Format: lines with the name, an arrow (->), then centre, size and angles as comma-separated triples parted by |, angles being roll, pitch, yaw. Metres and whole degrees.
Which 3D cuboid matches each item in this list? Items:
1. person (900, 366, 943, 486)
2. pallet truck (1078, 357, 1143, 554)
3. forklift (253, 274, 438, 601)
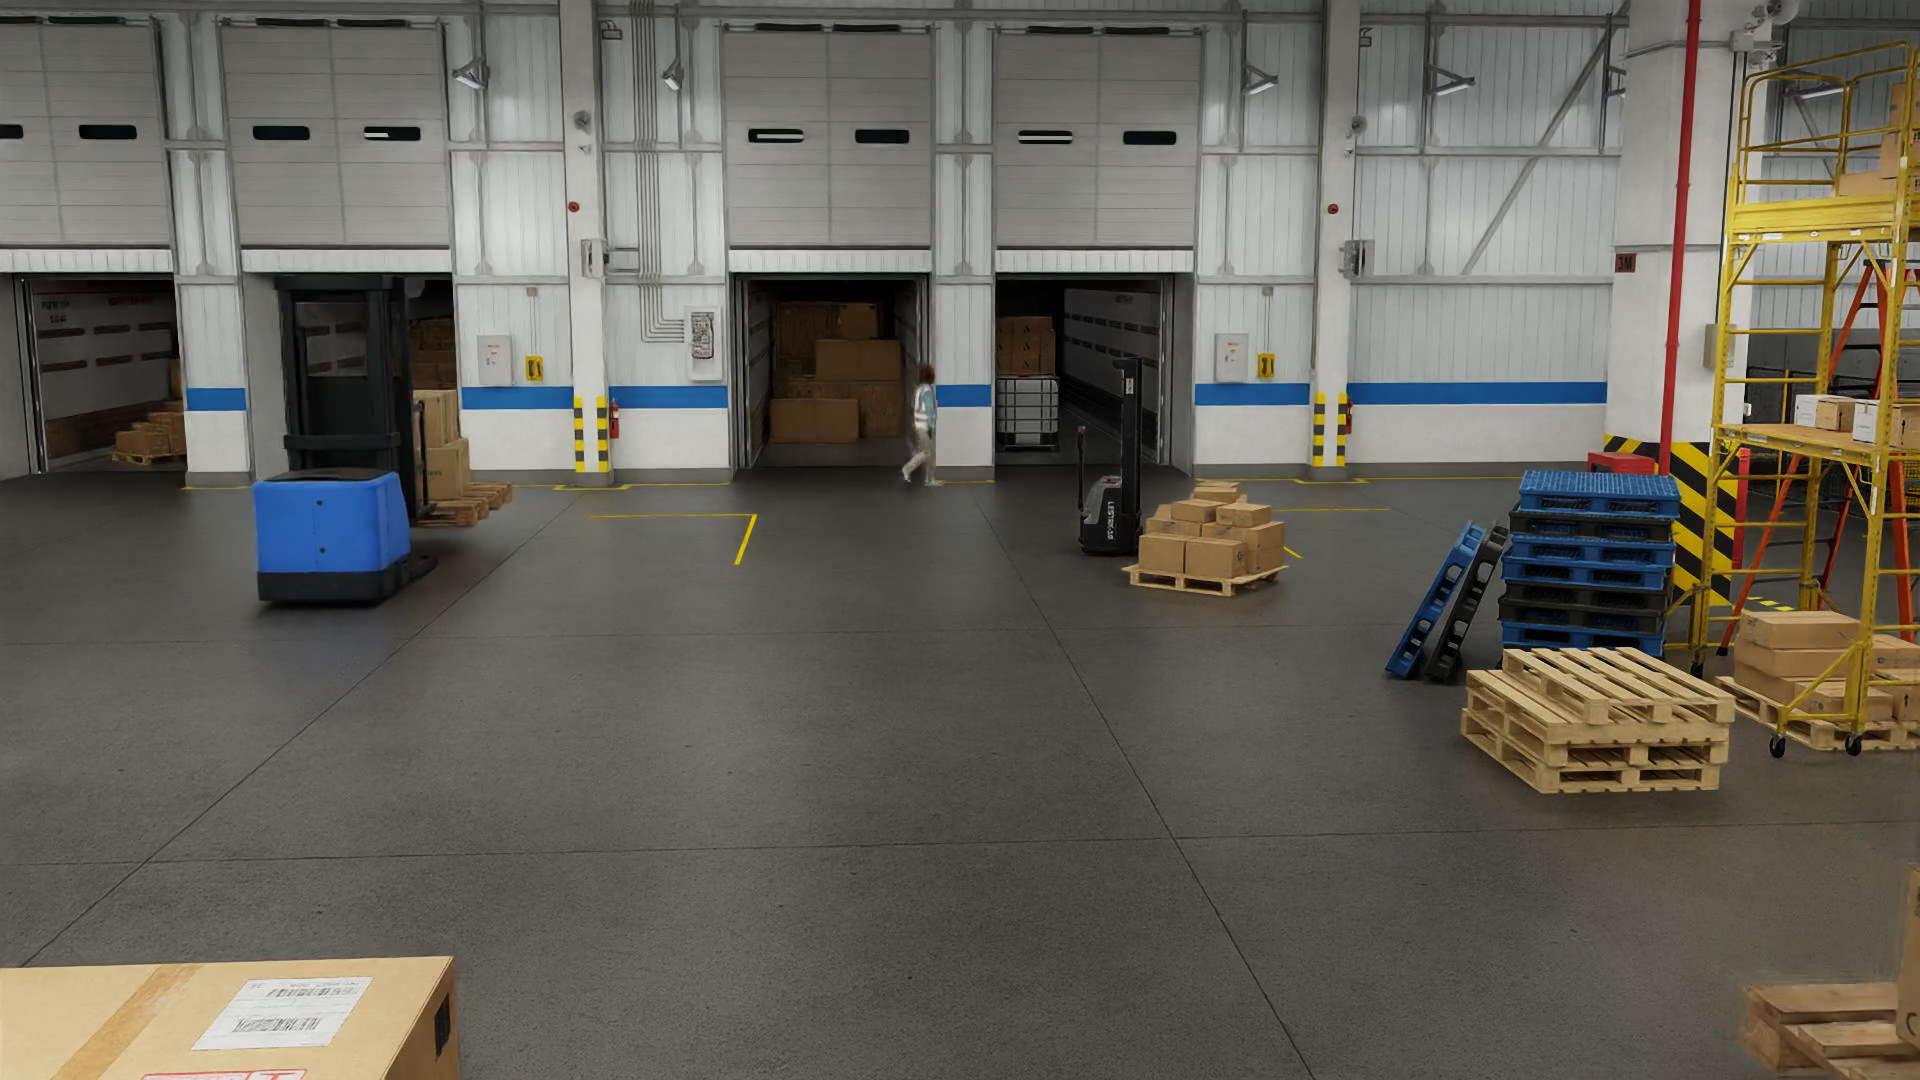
person -> -0.501, -1.500, 22.082 | 0.504, 1.623, 0.530 | -1, 9, -8
pallet truck -> 2.088, -0.836, 16.757 | 1.885, 1.965, 0.823 | 2, 9, 13
forklift -> -5.494, -0.962, 14.785 | 1.129, 2.768, 1.873 | -1, 9, -4
